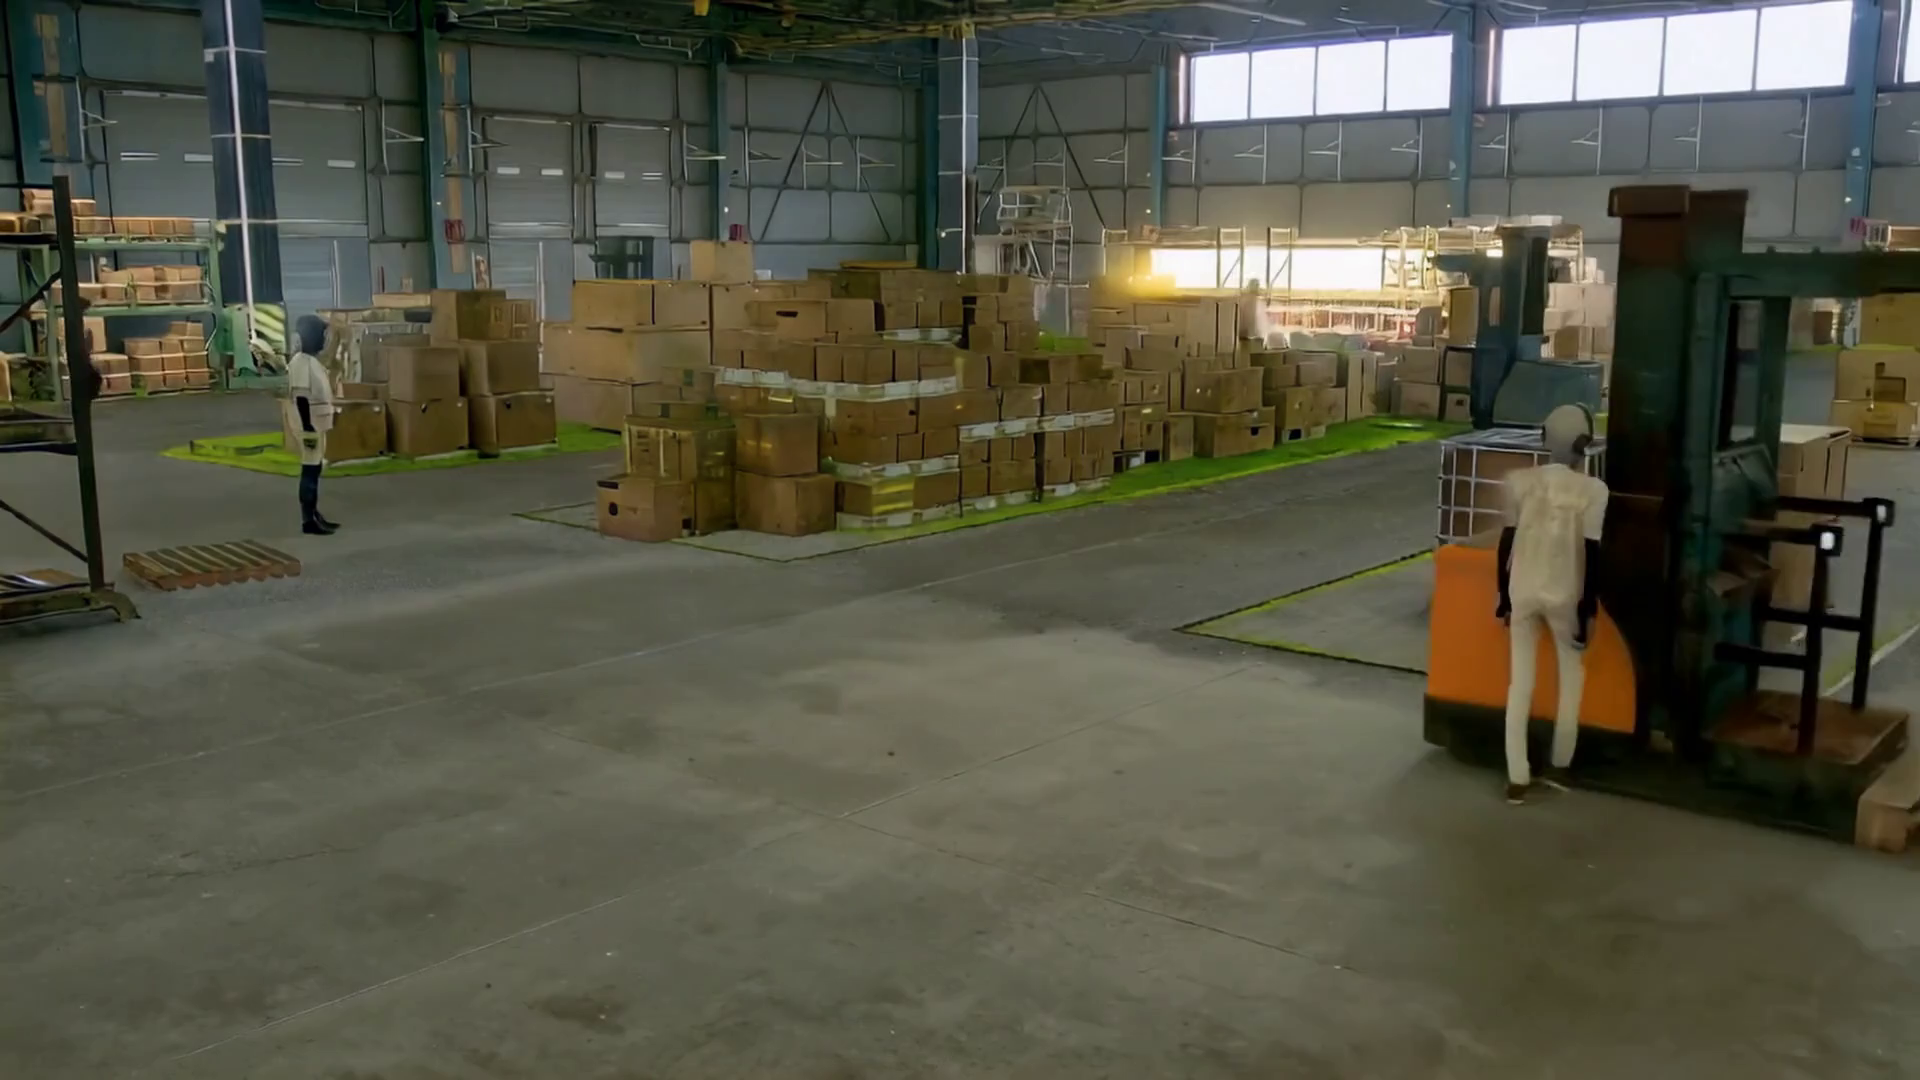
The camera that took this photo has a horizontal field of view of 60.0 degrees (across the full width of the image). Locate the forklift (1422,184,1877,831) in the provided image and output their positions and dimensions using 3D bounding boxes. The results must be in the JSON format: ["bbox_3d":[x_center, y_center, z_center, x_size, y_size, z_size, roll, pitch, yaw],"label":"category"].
[{"bbox_3d":[3.344,-0.274,7.951,1.873,2.768,1.129,8,13,40],"label":"forklift"}]

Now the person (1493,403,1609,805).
[{"bbox_3d":[2.734,0.280,7.742,0.542,1.839,0.716,7,12,34],"label":"person"}]

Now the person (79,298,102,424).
[{"bbox_3d":[-12.681,-2.588,24.130,0.462,1.822,0.542,-7,12,-34],"label":"person"}]

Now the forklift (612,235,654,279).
[{"bbox_3d":[-7.300,-5.450,37.421,1.873,2.768,1.129,8,13,40],"label":"forklift"}]

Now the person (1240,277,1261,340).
[{"bbox_3d":[6.226,-4.671,35.721,0.509,1.915,0.664,3,10,18],"label":"person"}]

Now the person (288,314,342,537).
[{"bbox_3d":[-5.738,-1.010,14.742,0.368,1.967,0.600,-2,10,-11],"label":"person"}]

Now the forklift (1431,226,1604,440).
[{"bbox_3d":[7.339,-2.688,21.696,1.873,2.768,1.129,8,13,40],"label":"forklift"}]

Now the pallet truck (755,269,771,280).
[{"bbox_3d":[-4.996,-6.432,45.525,1.885,1.965,0.823,-6,12,-32],"label":"pallet truck"}]

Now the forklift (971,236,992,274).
[{"bbox_3d":[0.546,-5.714,38.923,1.873,2.768,1.129,2,10,12],"label":"forklift"}]
